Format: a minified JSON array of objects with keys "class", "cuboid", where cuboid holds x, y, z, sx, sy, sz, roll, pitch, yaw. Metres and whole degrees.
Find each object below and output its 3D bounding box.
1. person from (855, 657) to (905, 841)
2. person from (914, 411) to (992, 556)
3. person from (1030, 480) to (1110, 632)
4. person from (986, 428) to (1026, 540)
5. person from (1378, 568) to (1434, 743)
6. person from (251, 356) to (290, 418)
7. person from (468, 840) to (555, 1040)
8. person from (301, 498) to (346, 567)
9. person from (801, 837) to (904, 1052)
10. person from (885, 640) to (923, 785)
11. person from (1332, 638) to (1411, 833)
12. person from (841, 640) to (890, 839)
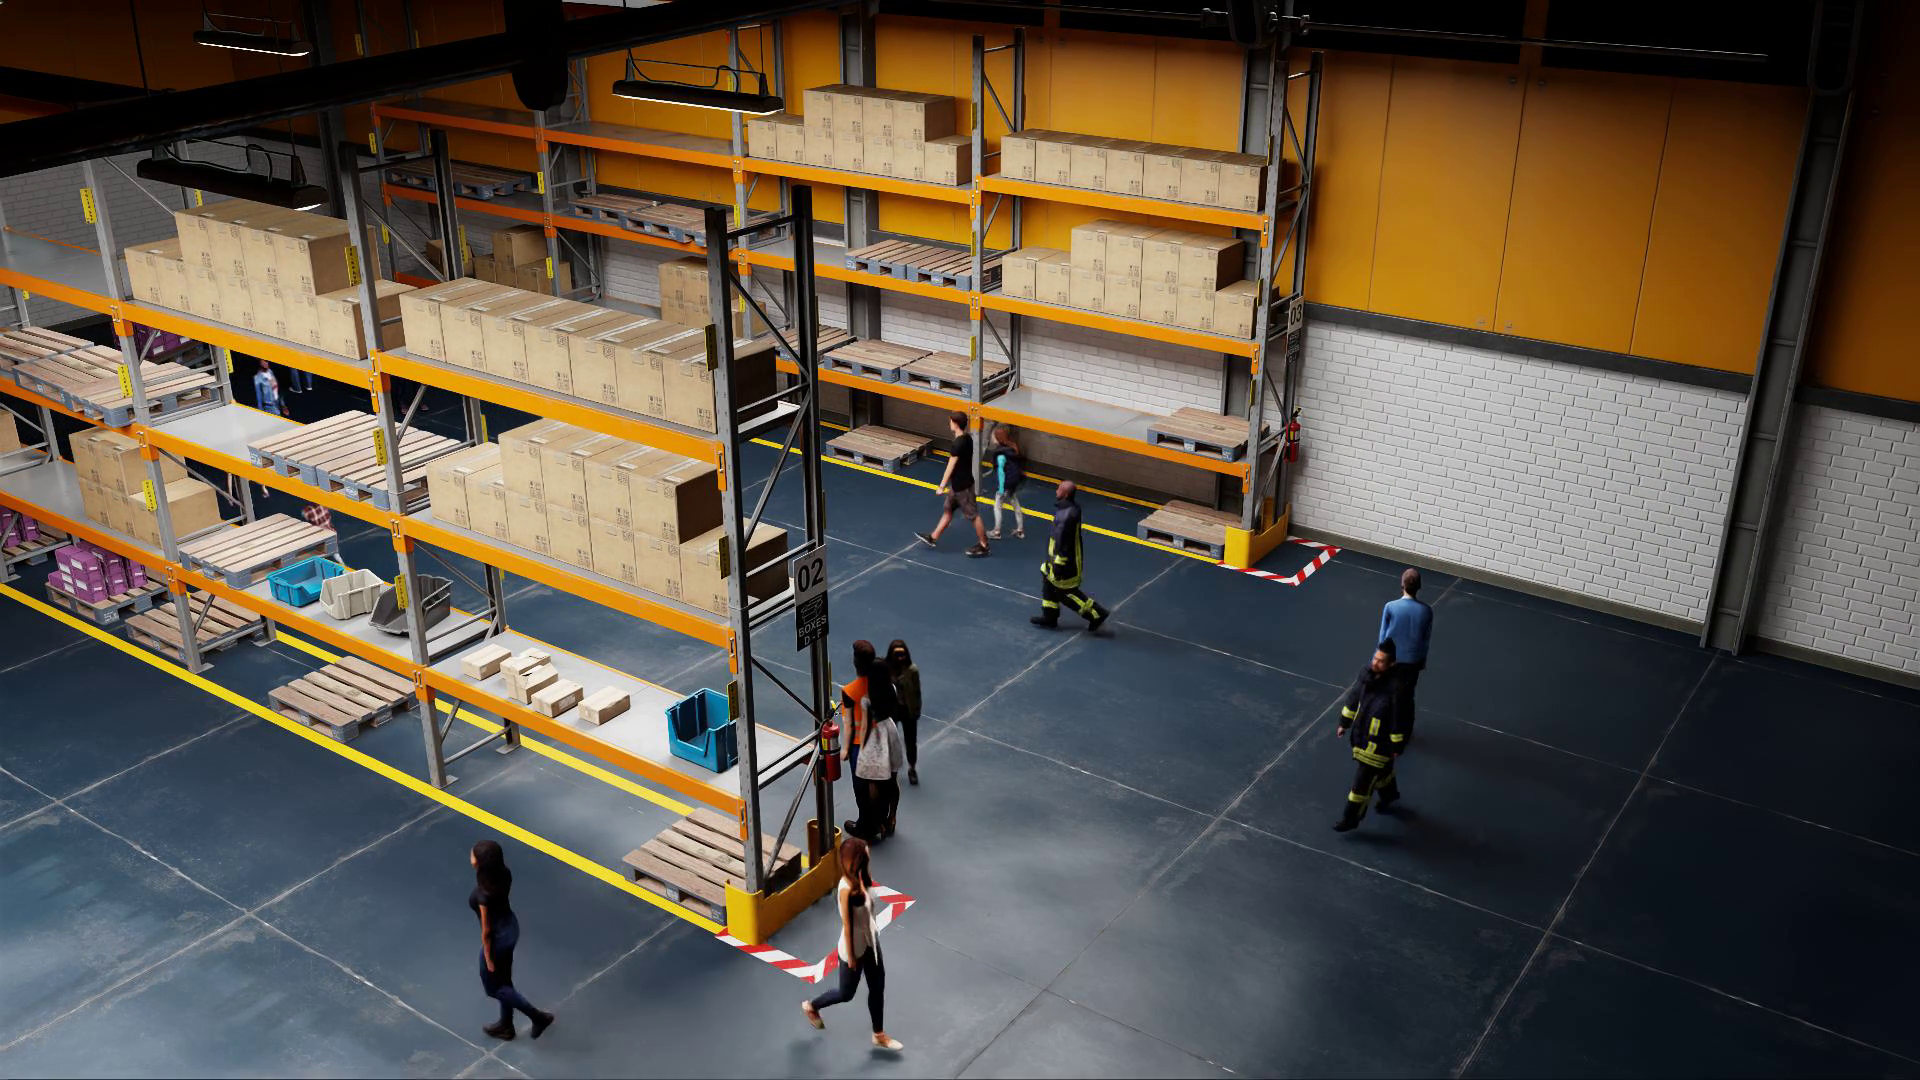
[{"class":"person","cuboid":[-0.712,1.831,14.697,0.701,1.775,0.700,-20,31,-38]},{"class":"person","cuboid":[0.118,-0.648,20.330,1.304,1.806,1.065,2,24,5]},{"class":"person","cuboid":[1.243,0.200,18.399,1.271,1.798,1.035,5,24,11]},{"class":"person","cuboid":[0.629,-0.706,20.872,0.800,1.478,0.678,10,25,21]},{"class":"person","cuboid":[4.314,1.130,16.253,0.659,1.813,0.781,3,24,6]},{"class":"person","cuboid":[-9.647,-1.772,23.066,1.233,1.674,1.031,0,24,1]},{"class":"person","cuboid":[-3.291,2.963,12.171,0.939,1.724,0.753,5,24,12]},{"class":"person","cuboid":[-7.498,-0.051,19.611,0.741,1.288,0.571,17,29,34]},{"class":"person","cuboid":[-0.824,2.955,12.145,1.080,1.760,0.712,10,26,22]},{"class":"person","cuboid":[-0.575,1.594,15.613,0.666,1.476,0.742,-2,24,-5]},{"class":"person","cuboid":[3.799,1.700,14.928,1.156,1.831,1.196,-11,26,-23]},{"class":"person","cuboid":[-0.821,1.756,14.726,0.723,1.889,0.690,-21,31,-39]}]
